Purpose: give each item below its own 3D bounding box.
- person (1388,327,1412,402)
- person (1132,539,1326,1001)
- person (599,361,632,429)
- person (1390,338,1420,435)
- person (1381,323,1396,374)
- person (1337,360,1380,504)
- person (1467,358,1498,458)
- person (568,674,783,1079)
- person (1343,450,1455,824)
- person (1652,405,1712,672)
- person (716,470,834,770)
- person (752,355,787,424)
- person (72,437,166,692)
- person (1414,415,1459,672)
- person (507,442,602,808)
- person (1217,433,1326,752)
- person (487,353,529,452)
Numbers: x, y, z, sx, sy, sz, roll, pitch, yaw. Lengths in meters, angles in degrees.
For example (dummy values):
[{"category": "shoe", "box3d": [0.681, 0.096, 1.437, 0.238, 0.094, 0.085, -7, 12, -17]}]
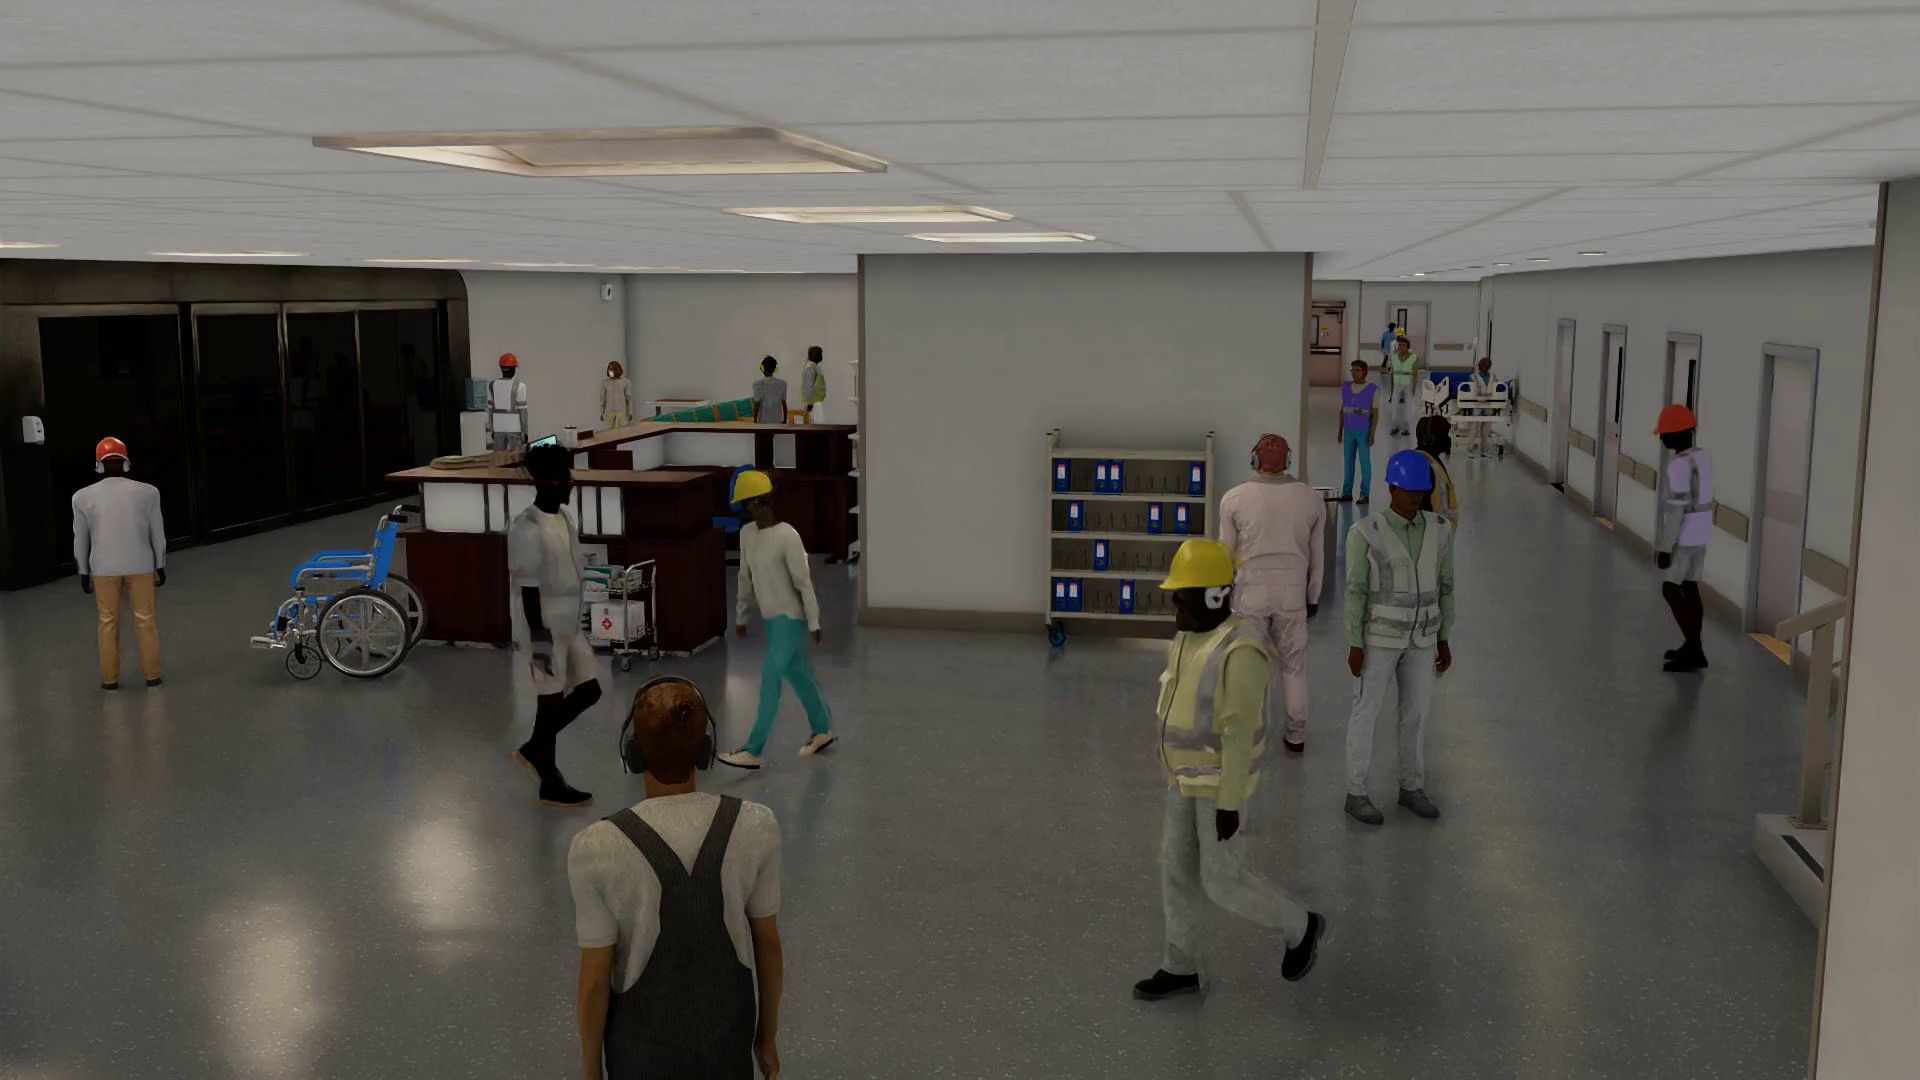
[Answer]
[{"category": "person", "box3d": [10.669, -4.248, 40.407, 0.590, 1.824, 0.403, 8, 12, 42]}, {"category": "person", "box3d": [1.032, 0.886, 6.369, 0.662, 1.809, 0.596, -3, 9, -19]}, {"category": "person", "box3d": [-5.358, -1.971, 25.911, 0.509, 1.632, 0.271, 0, 9, 0]}, {"category": "person", "box3d": [8.321, -2.875, 31.253, 0.565, 1.829, 0.618, 6, 10, 33]}, {"category": "person", "box3d": [13.910, -6.228, 54.030, 0.529, 1.664, 0.433, -7, 11, -39]}, {"category": "person", "box3d": [5.111, -1.388, 21.339, 0.389, 1.847, 0.567, -8, 12, -43]}, {"category": "person", "box3d": [8.506, -2.151, 27.093, 0.523, 1.636, 0.310, -1, 9, -8]}, {"category": "person", "box3d": [-0.673, 1.226, 3.988, 0.508, 1.846, 0.345, -4, 9, -25]}, {"category": "person", "box3d": [2.254, 0.498, 8.545, 0.599, 1.938, 0.422, -2, 9, -16]}, {"category": "person", "box3d": [5.225, -0.014, 12.020, 0.464, 1.909, 0.612, 8, 12, 43]}, {"category": "person", "box3d": [-1.058, 0.453, 9.546, 0.909, 1.715, 0.549, -7, 11, -38]}, {"category": "person", "box3d": [-2.533, -1.516, 22.110, 0.524, 1.871, 0.325, -5, 10, -31]}, {"category": "person", "box3d": [-5.727, 0.166, 11.360, 0.564, 1.743, 0.352, -4, 9, -25]}, {"category": "person", "box3d": [3.385, 0.014, 12.055, 0.430, 1.845, 0.623, 3, 9, 20]}, {"category": "person", "box3d": [-2.152, 0.455, 8.752, 0.447, 1.950, 0.614, 2, 9, 15]}, {"category": "person", "box3d": [1.826, 0.316, 9.877, 0.641, 1.899, 0.395, -1, 9, -4]}, {"category": "person", "box3d": [-5.803, -1.440, 21.428, 0.546, 1.929, 0.392, 2, 9, 13]}]
